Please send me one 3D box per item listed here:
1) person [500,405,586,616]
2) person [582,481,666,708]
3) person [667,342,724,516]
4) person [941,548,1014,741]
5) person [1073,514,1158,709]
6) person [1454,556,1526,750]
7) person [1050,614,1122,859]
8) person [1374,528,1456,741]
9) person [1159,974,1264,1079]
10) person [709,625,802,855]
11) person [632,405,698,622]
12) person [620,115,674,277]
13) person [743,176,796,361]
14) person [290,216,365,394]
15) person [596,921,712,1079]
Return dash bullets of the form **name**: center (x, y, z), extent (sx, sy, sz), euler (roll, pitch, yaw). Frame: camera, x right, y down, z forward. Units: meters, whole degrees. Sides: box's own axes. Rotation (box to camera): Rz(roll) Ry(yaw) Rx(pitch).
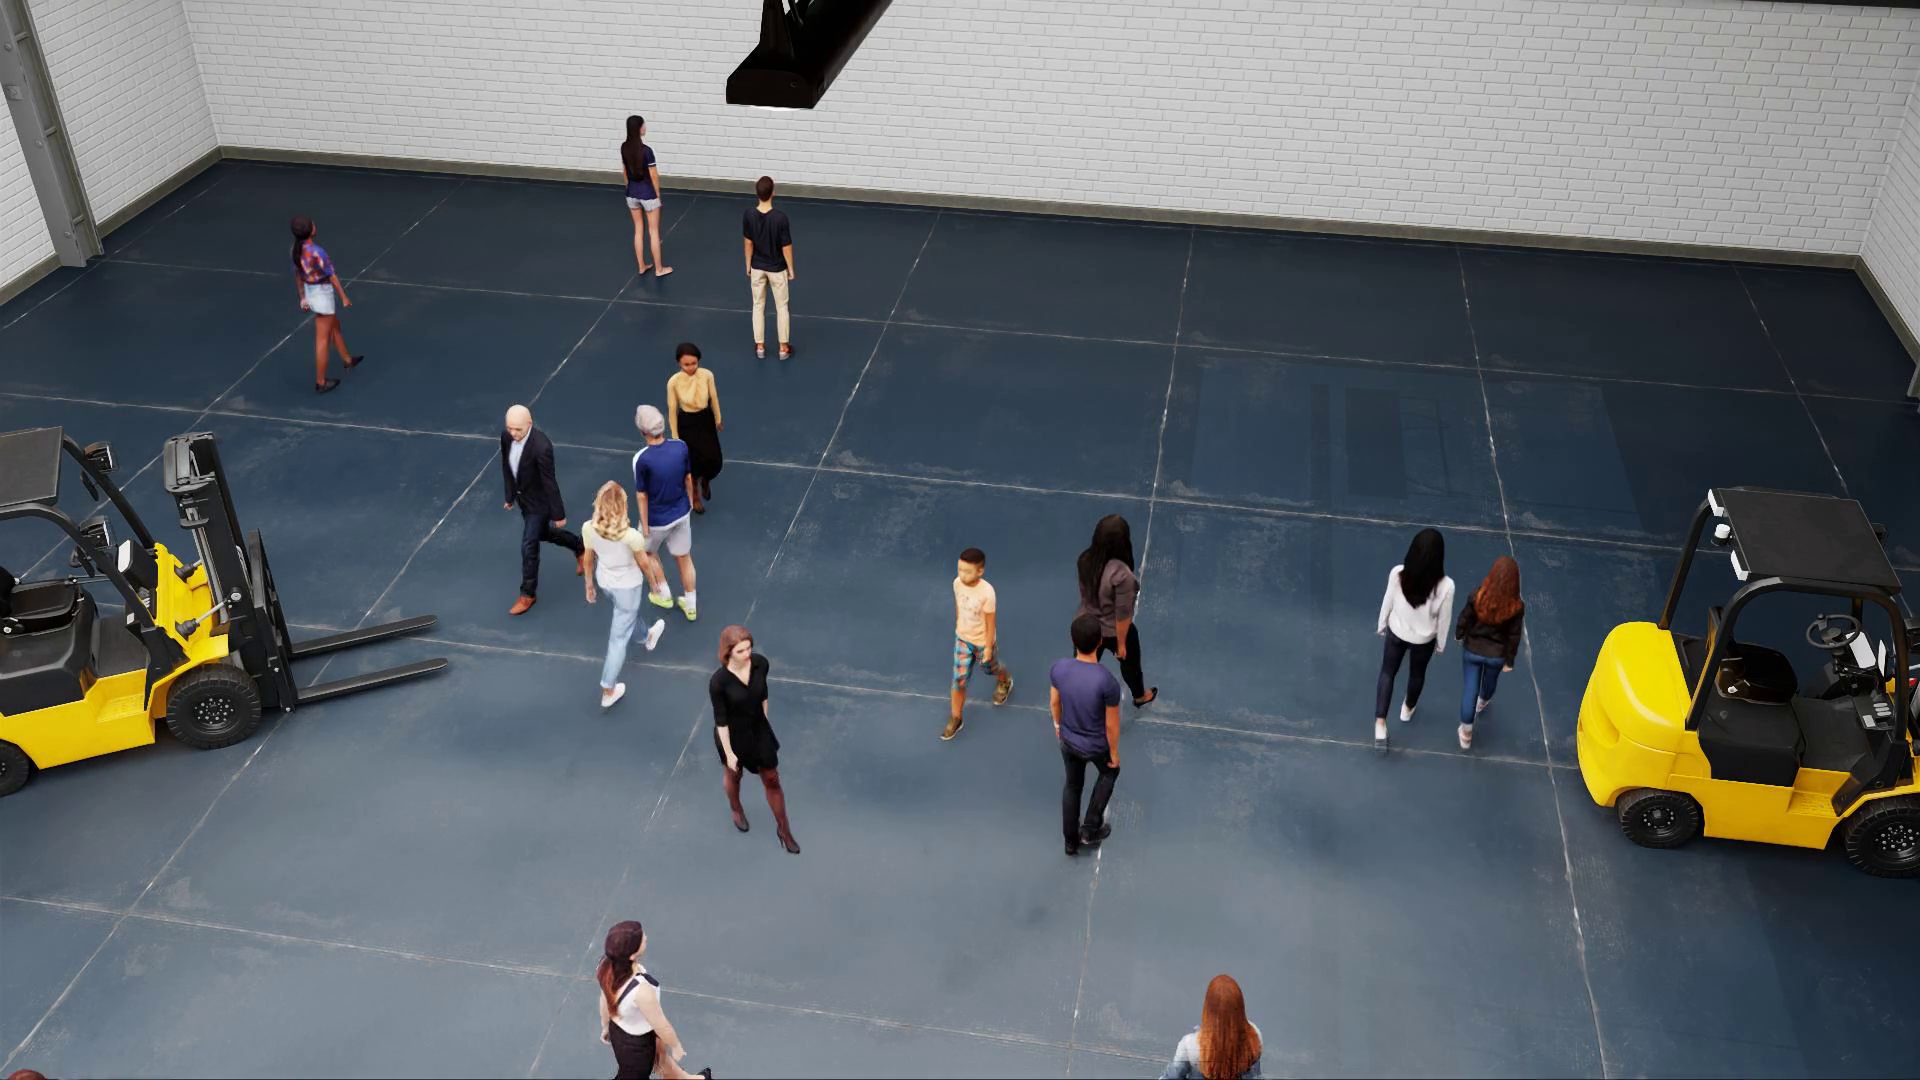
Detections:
- **person**: center (-3.226, -0.332, 12.866), extent (1.055, 1.751, 1.277), euler (25, 41, 32)
- **person**: center (-2.442, 0.425, 11.815), extent (0.787, 1.655, 1.223), euler (12, 35, 17)
- **person**: center (-2.230, -0.954, 13.903), extent (0.774, 1.640, 0.828), euler (-14, 36, -20)
- **person**: center (0.162, 0.659, 11.663), extent (0.736, 1.434, 1.058), euler (17, 37, 24)
- **person**: center (0.905, 0.684, 11.296), extent (1.057, 1.797, 1.222), euler (28, 43, 35)
- **person**: center (3.609, 0.802, 11.430), extent (0.640, 1.452, 0.901), euler (9, 35, 13)
- **person**: center (0.738, 1.301, 10.392), extent (0.750, 1.771, 0.738), euler (18, 38, 25)
- **person**: center (3.073, 0.677, 11.407), extent (0.762, 1.686, 0.988), euler (13, 36, 19)
- **person**: center (1.268, 2.873, 8.124), extent (0.938, 1.665, 1.077), euler (-14, 36, -20)
- **person**: center (-1.433, 1.216, 10.597), extent (0.919, 1.685, 0.969), euler (-23, 40, -30)
- **person**: center (-2.173, -0.151, 12.537), extent (0.836, 1.814, 0.901), euler (-24, 40, -31)
- **person**: center (-3.419, -3.698, 17.917), extent (0.638, 1.766, 0.618), euler (15, 36, 21)
- **person**: center (-1.871, -2.652, 16.265), extent (0.630, 1.853, 0.534), euler (5, 34, 7)
- **person**: center (-6.111, -2.200, 15.710), extent (0.799, 1.714, 1.011), euler (20, 38, 27)
- **person**: center (-1.739, 2.638, 8.525), extent (0.935, 1.610, 1.083), euler (29, 43, 36)
